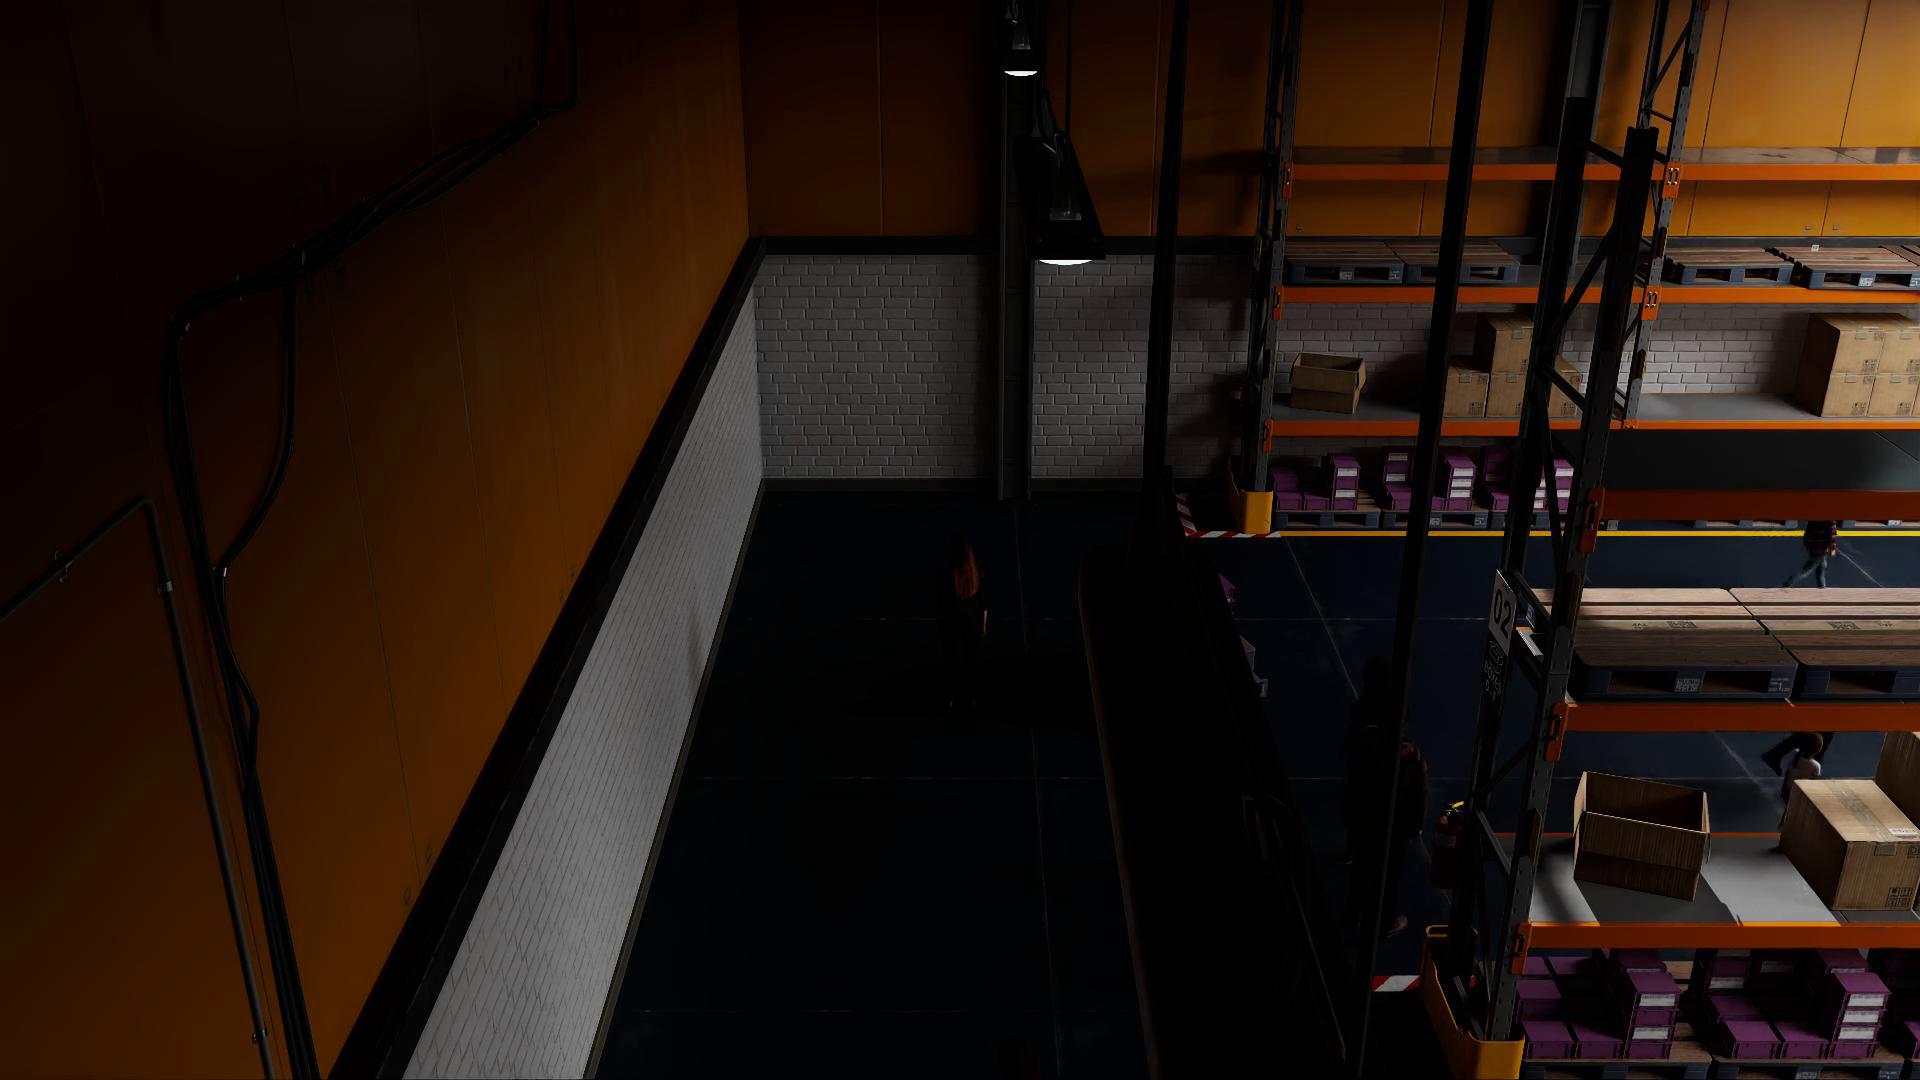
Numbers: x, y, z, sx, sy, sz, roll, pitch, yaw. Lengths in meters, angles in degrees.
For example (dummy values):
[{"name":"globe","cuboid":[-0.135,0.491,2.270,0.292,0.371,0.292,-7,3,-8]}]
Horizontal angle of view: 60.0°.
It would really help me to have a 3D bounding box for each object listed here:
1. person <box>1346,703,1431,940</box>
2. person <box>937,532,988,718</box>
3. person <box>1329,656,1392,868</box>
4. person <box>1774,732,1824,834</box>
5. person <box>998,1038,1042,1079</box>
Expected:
[{"name":"person","cuboid":[2.983,1.953,11.698,0.851,1.848,0.940,17,29,34]},{"name":"person","cuboid":[0.011,0.747,14.628,0.505,1.712,0.681,-3,24,-7]},{"name":"person","cuboid":[3.177,1.652,12.505,0.696,1.754,0.628,-2,24,-3]},{"name":"person","cuboid":[6.424,1.921,12.810,0.496,1.016,0.481,-8,25,-18]},{"name":"person","cuboid":[0.309,3.316,9.047,0.581,1.475,0.634,7,24,15]}]
